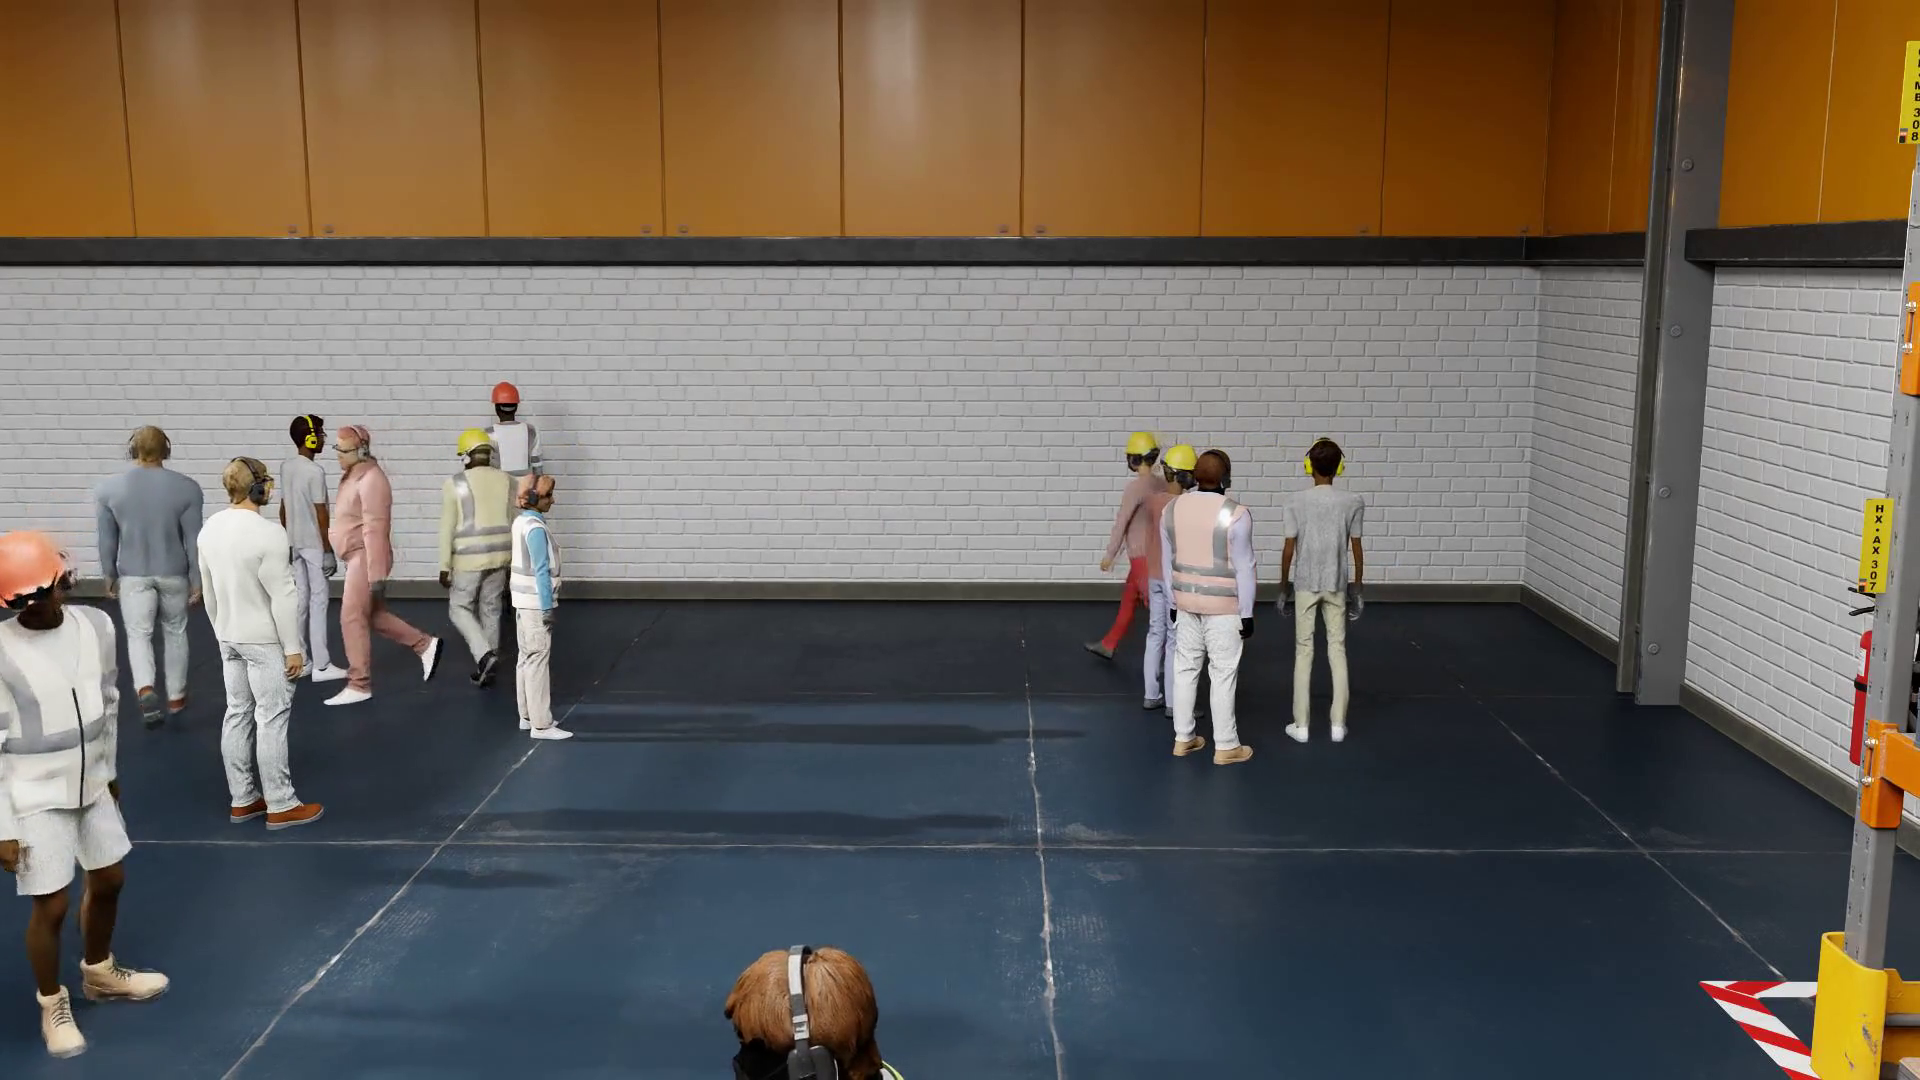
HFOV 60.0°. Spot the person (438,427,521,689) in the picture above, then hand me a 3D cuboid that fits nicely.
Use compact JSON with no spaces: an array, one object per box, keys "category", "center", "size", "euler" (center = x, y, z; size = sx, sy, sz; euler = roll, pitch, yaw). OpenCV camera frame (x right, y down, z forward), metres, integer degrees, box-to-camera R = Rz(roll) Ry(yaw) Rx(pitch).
[{"category":"person","center":[-3.248,0.144,11.333],"size":[0.624,1.802,0.576],"euler":[-9,13,-44]}]

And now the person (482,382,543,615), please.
[{"category":"person","center":[-3.740,-0.346,13.849],"size":[0.544,1.939,0.353],"euler":[-6,11,-31]}]

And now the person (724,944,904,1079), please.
[{"category":"person","center":[-0.217,1.558,2.790],"size":[0.429,1.830,0.632],"euler":[-1,10,-6]}]

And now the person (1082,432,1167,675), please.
[{"category":"person","center":[1.273,0.089,11.910],"size":[0.912,1.719,0.526],"euler":[6,11,31]}]

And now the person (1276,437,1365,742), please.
[{"category":"person","center":[2.199,0.310,10.145],"size":[0.532,1.863,0.311],"euler":[0,9,3]}]

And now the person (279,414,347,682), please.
[{"category":"person","center":[-4.547,0.055,11.658],"size":[0.518,1.870,0.323],"euler":[7,12,37]}]

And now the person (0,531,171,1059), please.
[{"category":"person","center":[-3.302,0.920,6.116],"size":[0.526,1.990,0.704],"euler":[4,10,21]}]

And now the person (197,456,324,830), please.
[{"category":"person","center":[-3.634,0.531,8.601],"size":[0.630,1.940,0.372],"euler":[5,11,28]}]

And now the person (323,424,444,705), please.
[{"category":"person","center":[-3.898,0.148,11.128],"size":[0.740,1.874,0.646],"euler":[-5,11,-27]}]

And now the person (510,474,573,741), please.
[{"category":"person","center":[-2.601,0.409,10.229],"size":[0.312,1.638,0.512],"euler":[-5,11,-27]}]

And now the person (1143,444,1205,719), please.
[{"category":"person","center":[1.391,0.265,10.714],"size":[0.325,1.765,0.533],"euler":[-5,11,-26]}]

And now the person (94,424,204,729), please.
[{"category":"person","center":[-5.097,0.227,10.521],"size":[0.631,1.916,0.872],"euler":[-4,10,-22]}]

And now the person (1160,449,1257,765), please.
[{"category":"person","center":[1.472,0.387,9.744],"size":[0.625,1.847,0.429],"euler":[8,13,41]}]
